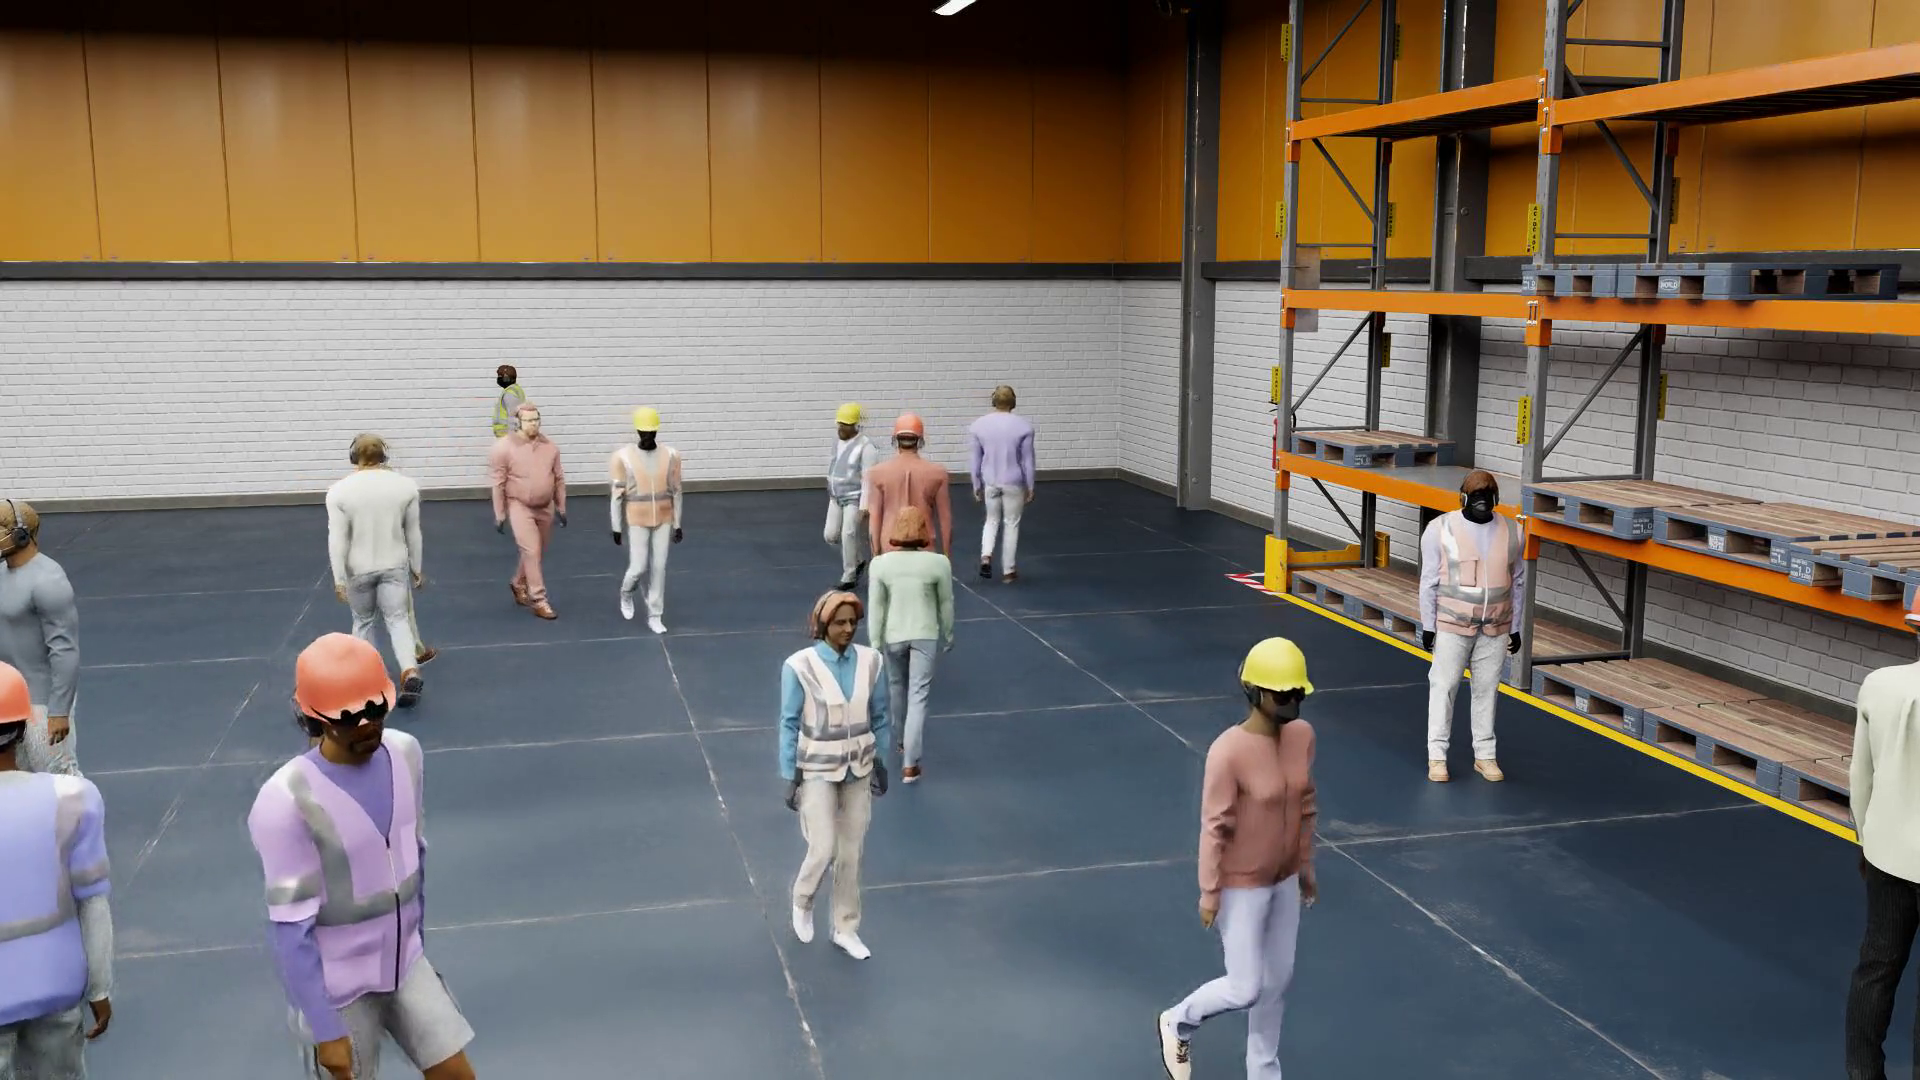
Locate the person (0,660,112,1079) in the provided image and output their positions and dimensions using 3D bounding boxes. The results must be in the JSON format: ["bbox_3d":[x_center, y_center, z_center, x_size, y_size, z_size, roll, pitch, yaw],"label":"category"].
[{"bbox_3d":[-2.655,1.285,4.677,0.543,1.923,0.728,-7,12,-38],"label":"person"}]

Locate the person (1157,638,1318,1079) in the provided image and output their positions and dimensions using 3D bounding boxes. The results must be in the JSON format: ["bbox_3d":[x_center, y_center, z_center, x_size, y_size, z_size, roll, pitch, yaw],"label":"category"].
[{"bbox_3d":[1.013,1.181,5.862,0.534,1.755,0.512,-8,12,-40],"label":"person"}]

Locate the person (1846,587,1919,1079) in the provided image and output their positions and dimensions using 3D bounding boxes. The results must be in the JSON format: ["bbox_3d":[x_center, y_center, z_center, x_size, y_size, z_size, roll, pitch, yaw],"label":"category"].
[{"bbox_3d":[3.309,1.088,5.667,0.375,1.997,0.612,-3,10,-18],"label":"person"}]

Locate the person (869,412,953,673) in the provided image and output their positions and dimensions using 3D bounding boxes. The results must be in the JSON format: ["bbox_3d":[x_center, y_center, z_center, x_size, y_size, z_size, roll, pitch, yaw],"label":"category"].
[{"bbox_3d":[-0.366,0.039,12.325,0.623,1.968,0.811,0,9,-1],"label":"person"}]

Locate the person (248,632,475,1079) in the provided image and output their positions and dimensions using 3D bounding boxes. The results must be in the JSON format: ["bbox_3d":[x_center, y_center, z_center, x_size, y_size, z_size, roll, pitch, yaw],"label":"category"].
[{"bbox_3d":[-1.643,1.233,4.702,0.600,2.013,0.629,4,10,24],"label":"person"}]

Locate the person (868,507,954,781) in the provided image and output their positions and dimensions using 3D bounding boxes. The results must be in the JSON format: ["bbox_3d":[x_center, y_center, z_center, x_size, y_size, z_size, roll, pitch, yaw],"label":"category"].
[{"bbox_3d":[-0.284,0.592,10.010,0.500,1.590,0.852,1,9,7],"label":"person"}]

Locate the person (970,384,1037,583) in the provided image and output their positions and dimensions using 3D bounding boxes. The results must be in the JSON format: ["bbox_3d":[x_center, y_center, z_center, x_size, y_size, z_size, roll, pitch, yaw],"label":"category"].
[{"bbox_3d":[0.421,-0.534,16.045,0.634,1.926,0.460,3,10,19],"label":"person"}]

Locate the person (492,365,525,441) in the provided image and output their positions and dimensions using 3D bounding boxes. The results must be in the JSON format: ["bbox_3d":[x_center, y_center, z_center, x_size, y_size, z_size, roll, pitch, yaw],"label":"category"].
[{"bbox_3d":[-5.664,-1.282,20.944,0.429,1.841,0.633,-1,9,-9],"label":"person"}]

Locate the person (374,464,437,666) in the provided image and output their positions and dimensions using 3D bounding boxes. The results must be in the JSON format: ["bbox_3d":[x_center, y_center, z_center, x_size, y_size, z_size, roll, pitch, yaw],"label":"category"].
[{"bbox_3d":[-4.259,0.224,12.324,0.522,1.580,0.873,3,10,17],"label":"person"}]

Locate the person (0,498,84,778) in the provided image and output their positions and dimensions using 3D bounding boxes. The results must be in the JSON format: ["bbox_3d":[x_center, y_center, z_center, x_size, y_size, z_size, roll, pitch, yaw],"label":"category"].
[{"bbox_3d":[-4.386,0.759,7.903,0.633,1.938,0.356,7,12,39],"label":"person"}]

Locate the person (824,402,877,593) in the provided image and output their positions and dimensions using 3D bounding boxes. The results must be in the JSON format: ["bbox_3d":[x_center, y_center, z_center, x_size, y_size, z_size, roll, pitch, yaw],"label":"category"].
[{"bbox_3d":[-1.024,-0.390,15.475,0.470,1.805,0.613,-9,13,-43],"label":"person"}]

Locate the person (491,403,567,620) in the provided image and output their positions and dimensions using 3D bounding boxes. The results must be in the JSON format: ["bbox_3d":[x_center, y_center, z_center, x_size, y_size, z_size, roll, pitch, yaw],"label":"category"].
[{"bbox_3d":[-3.795,-0.284,14.628,0.652,1.875,0.927,-9,13,-43],"label":"person"}]

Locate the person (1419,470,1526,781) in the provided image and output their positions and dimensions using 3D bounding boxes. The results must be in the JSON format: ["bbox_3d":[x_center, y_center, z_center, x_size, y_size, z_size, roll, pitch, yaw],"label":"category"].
[{"bbox_3d":[3.014,0.506,9.783,0.627,1.844,0.429,0,9,-2],"label":"person"}]

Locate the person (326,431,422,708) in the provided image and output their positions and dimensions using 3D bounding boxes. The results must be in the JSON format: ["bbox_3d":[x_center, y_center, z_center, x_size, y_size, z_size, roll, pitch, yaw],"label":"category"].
[{"bbox_3d":[-3.999,0.209,11.451,0.637,1.914,0.888,-5,11,-30],"label":"person"}]

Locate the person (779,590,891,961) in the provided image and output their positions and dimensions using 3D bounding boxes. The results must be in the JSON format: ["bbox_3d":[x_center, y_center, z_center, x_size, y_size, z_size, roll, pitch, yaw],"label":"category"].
[{"bbox_3d":[-0.532,1.018,7.224,0.534,1.626,0.365,-6,11,-35],"label":"person"}]

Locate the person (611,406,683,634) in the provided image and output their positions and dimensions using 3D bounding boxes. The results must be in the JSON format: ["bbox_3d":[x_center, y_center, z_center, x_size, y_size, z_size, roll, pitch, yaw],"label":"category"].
[{"bbox_3d":[-2.615,-0.178,13.882,0.589,1.904,0.576,-4,10,-26],"label":"person"}]
